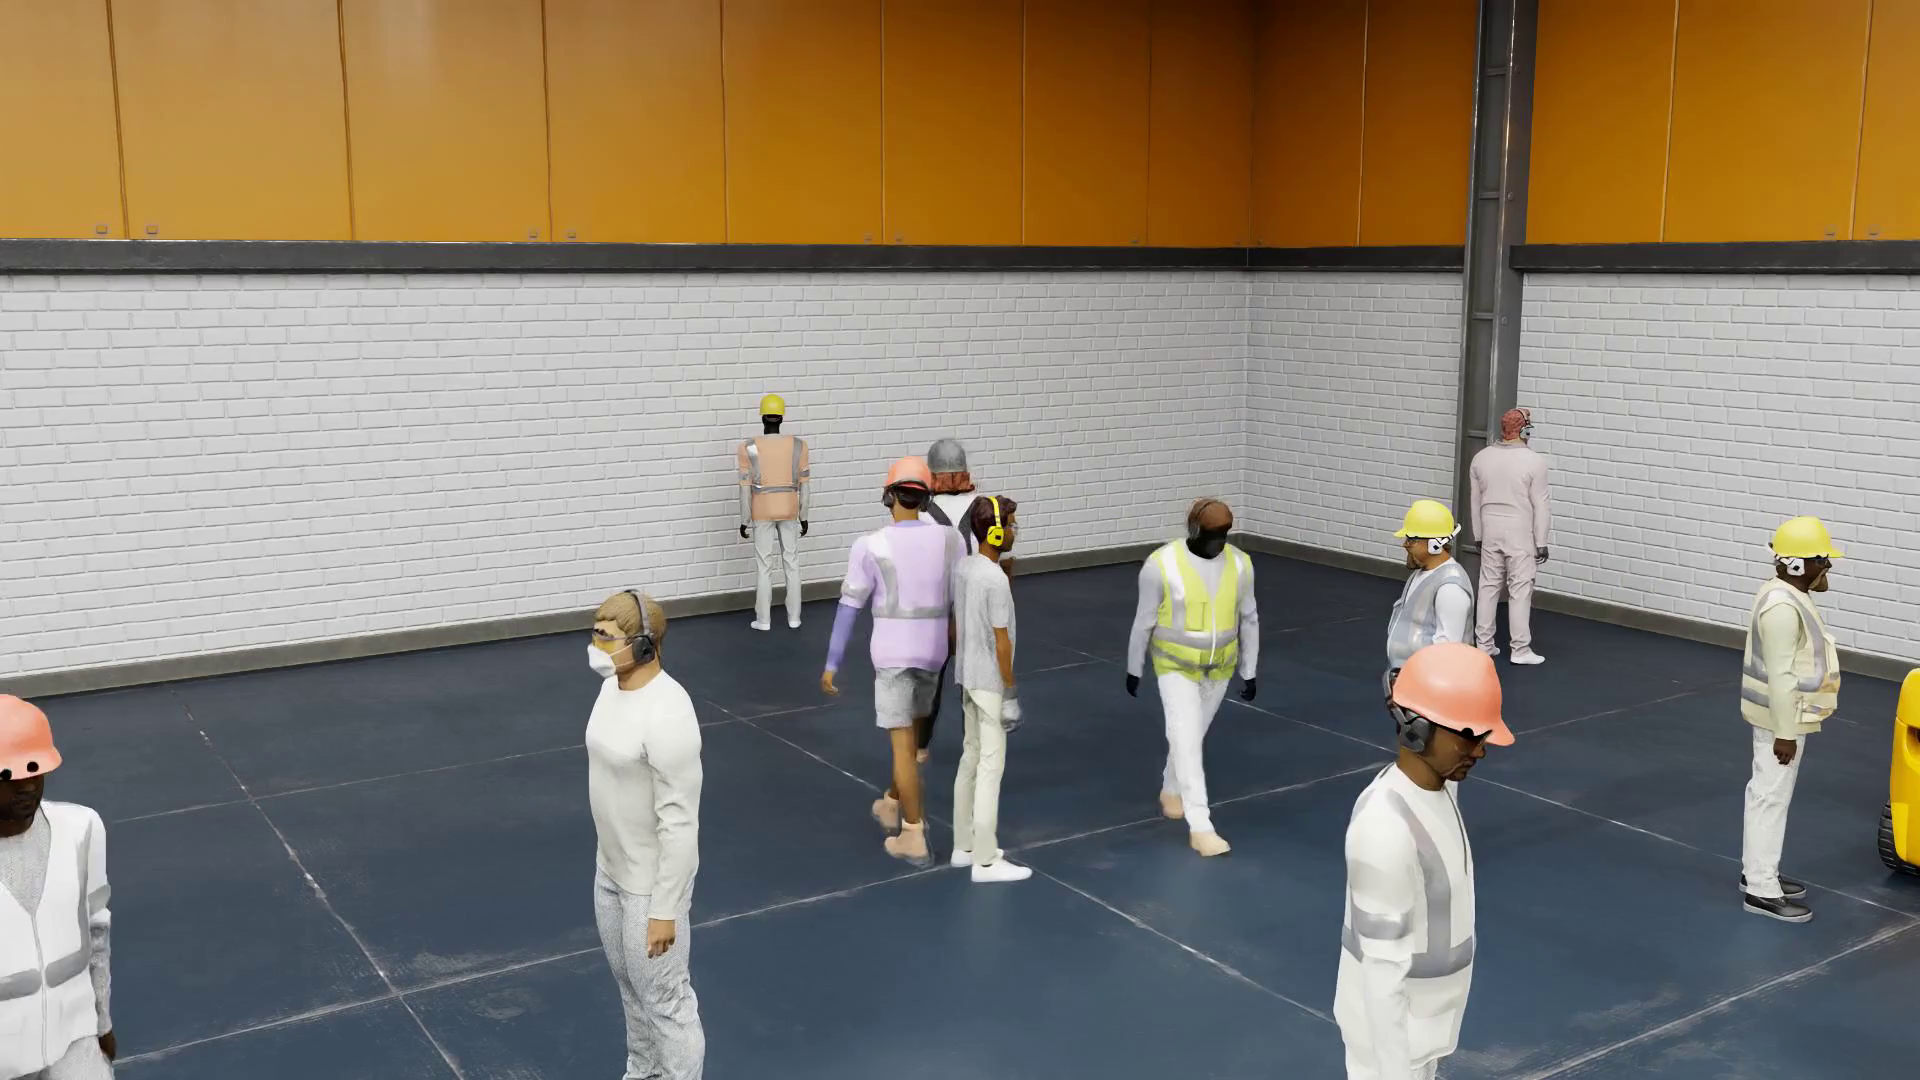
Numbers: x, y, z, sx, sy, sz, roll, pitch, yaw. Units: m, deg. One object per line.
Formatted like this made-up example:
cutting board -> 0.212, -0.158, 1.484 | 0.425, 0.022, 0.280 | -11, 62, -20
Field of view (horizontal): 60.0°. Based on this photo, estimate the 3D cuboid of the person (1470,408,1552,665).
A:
person -> 4.105, -0.026, 12.369 | 0.410, 1.909, 0.643 | -8, 12, -39

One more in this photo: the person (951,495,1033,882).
person -> 0.136, 0.711, 8.044 | 0.309, 1.868, 0.532 | -4, 10, -25

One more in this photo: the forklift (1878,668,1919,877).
forklift -> 5.511, 0.571, 7.906 | 2.313, 2.155, 1.214 | -6, 11, -33

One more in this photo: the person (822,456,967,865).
person -> -0.335, 0.578, 8.435 | 0.767, 1.993, 0.897 | -5, 10, -26

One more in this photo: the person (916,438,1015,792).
person -> -0.043, 0.379, 9.523 | 0.692, 2.000, 1.028 | -1, 10, -7

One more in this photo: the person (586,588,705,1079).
person -> -1.043, 1.110, 5.427 | 0.372, 1.940, 0.632 | -6, 11, -32

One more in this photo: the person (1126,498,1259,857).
person -> 1.222, 0.658, 8.626 | 0.652, 1.788, 0.954 | -3, 10, -18

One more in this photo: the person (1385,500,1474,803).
person -> 2.301, 0.709, 8.195 | 0.403, 1.826, 0.591 | 0, 9, 1

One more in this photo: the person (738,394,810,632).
person -> -1.504, -0.215, 13.445 | 0.588, 1.927, 0.371 | -3, 10, -19

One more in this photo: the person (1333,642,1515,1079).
person -> 1.173, 1.255, 4.275 | 0.400, 2.033, 0.605 | 4, 10, 25

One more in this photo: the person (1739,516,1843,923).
person -> 3.787, 0.800, 7.610 | 0.403, 1.835, 0.588 | 4, 10, 24

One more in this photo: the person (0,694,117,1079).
person -> -2.462, 1.315, 4.366 | 1.014, 1.882, 0.567 | 7, 12, 35
